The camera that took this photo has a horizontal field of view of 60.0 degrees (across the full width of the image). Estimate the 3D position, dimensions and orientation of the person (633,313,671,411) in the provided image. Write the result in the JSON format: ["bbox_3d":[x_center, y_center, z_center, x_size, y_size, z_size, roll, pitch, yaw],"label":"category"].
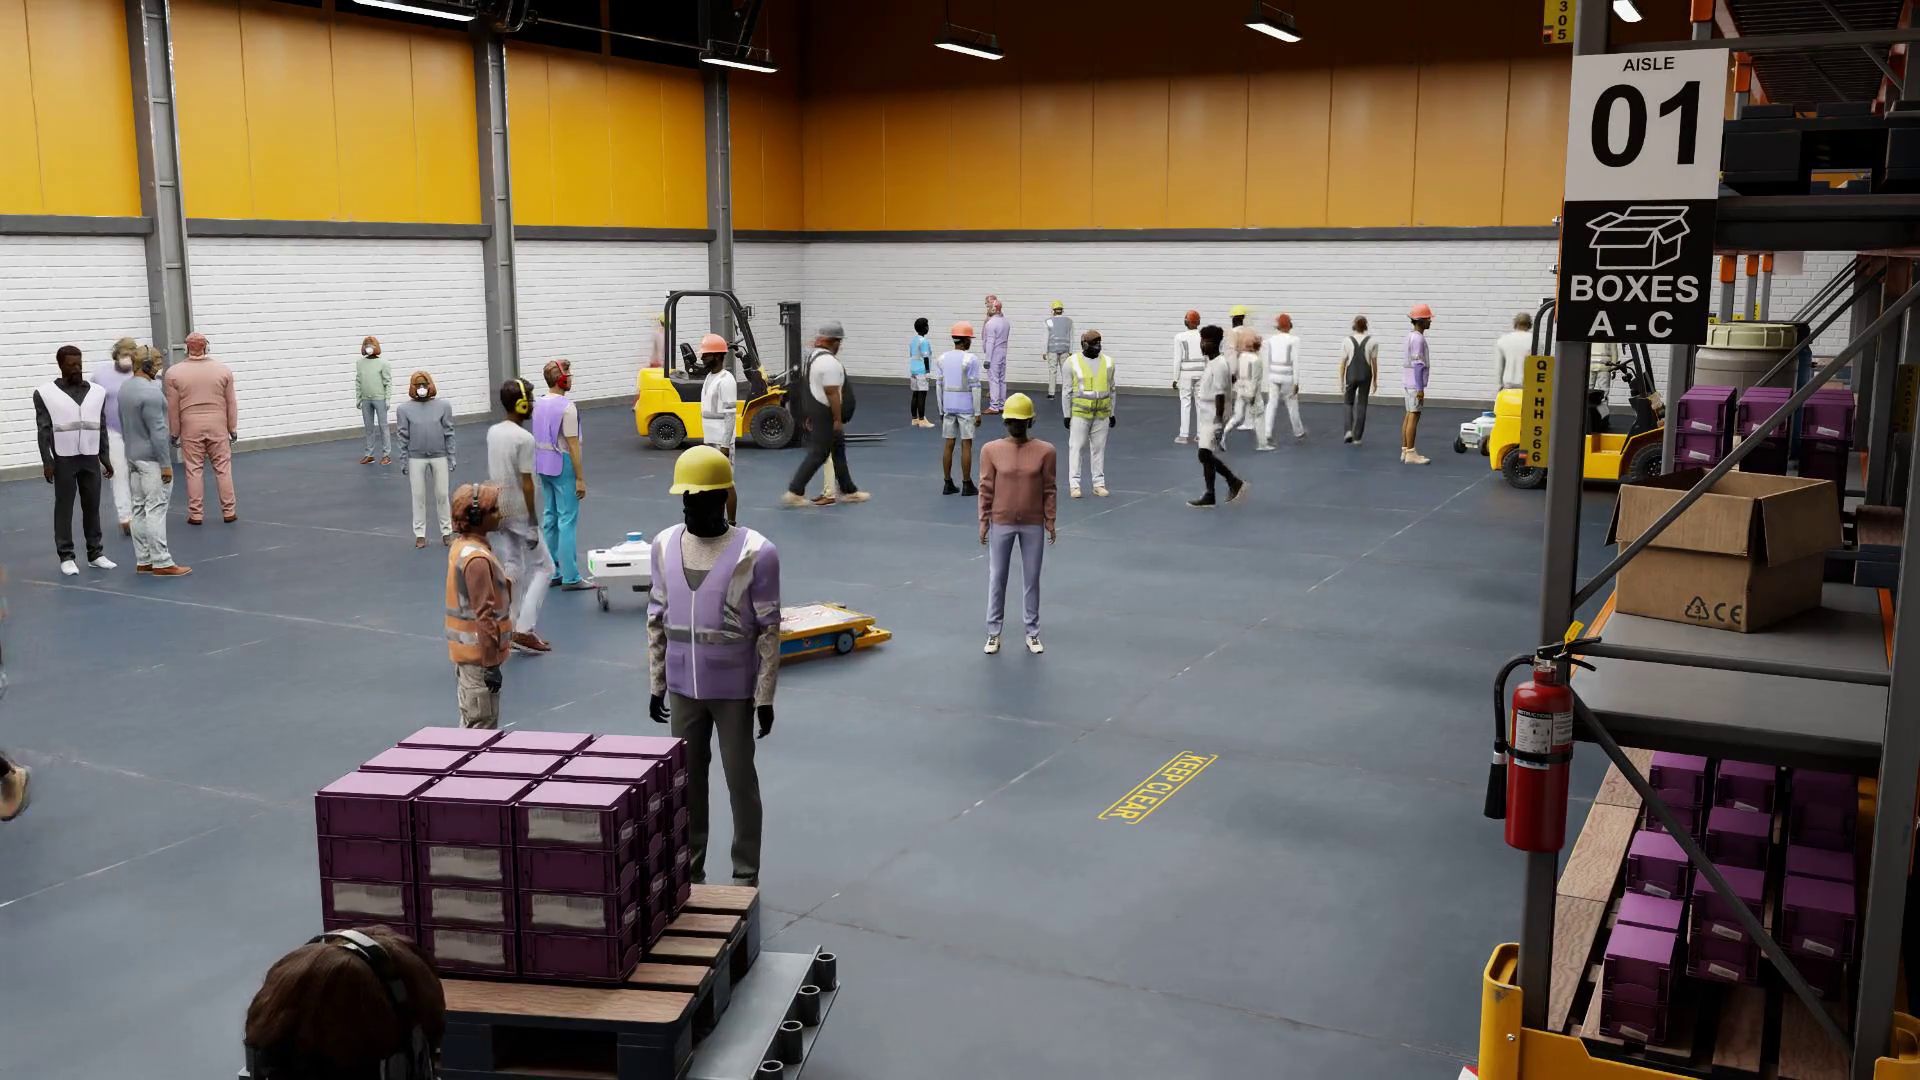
[{"bbox_3d":[-5.032,-2.938,27.758,0.937,1.695,0.555,1,10,7],"label":"person"}]

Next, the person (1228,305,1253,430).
[{"bbox_3d":[4.145,-2.622,25.340,0.876,1.888,0.604,10,14,44],"label":"person"}]

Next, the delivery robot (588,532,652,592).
[{"bbox_3d":[-2.473,0.185,12.683,0.707,0.478,0.477,-2,10,-9],"label":"delivery robot"}]

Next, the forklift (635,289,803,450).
[{"bbox_3d":[-3.358,-2.392,23.136,2.313,2.155,1.214,-1,10,-5],"label":"forklift"}]

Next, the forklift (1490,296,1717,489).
[{"bbox_3d":[7.296,-1.677,18.993,2.313,2.155,1.214,5,11,27],"label":"forklift"}]

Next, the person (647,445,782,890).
[{"bbox_3d":[-1.006,0.575,6.728,0.585,1.928,0.368,3,10,19],"label":"person"}]

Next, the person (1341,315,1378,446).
[{"bbox_3d":[5.574,-2.225,23.233,0.513,1.832,0.411,2,10,14],"label":"person"}]

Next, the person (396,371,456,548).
[{"bbox_3d":[-4.870,-0.737,15.203,0.502,1.626,0.283,-4,10,-21],"label":"person"}]

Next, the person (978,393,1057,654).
[{"bbox_3d":[0.388,-0.105,11.140,0.529,1.765,0.327,0,10,-2],"label":"person"}]

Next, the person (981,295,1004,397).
[{"bbox_3d":[0.600,-3.606,31.016,0.407,1.902,0.638,2,10,14],"label":"person"}]

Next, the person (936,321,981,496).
[{"bbox_3d":[0.009,-1.457,18.471,0.550,1.933,0.373,7,12,33],"label":"person"}]

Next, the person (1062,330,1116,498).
[{"bbox_3d":[1.432,-1.388,18.330,0.633,1.846,0.429,-3,10,-17],"label":"person"}]

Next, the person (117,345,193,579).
[{"bbox_3d":[-6.705,-0.644,13.774,0.627,1.934,0.372,8,13,40],"label":"person"}]

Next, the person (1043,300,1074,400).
[{"bbox_3d":[1.792,-3.475,30.463,0.588,1.829,0.404,-2,10,-13],"label":"person"}]

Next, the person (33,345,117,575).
[{"bbox_3d":[-7.460,-0.683,14.035,0.392,1.922,0.593,7,12,34],"label":"person"}]

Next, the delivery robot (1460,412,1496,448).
[{"bbox_3d":[7.035,-1.470,22.266,0.707,0.478,0.477,-7,12,-36],"label":"delivery robot"}]

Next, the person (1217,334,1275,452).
[{"bbox_3d":[3.860,-1.983,22.479,0.821,1.603,0.506,-4,11,-23],"label":"person"}]

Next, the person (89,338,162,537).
[{"bbox_3d":[-7.951,-0.984,15.880,0.651,1.881,0.962,-4,11,-24],"label":"person"}]

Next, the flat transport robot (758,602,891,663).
[{"bbox_3d":[-1.219,0.637,11.158,1.431,0.197,0.652,-8,13,-40],"label":"flat transport robot"}]

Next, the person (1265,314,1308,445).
[{"bbox_3d":[4.569,-2.260,23.442,0.583,1.826,0.998,8,13,40],"label":"person"}]

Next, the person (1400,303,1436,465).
[{"bbox_3d":[5.840,-1.988,21.223,0.369,2.048,0.608,1,10,6],"label":"person"}]

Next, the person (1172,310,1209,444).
[{"bbox_3d":[3.276,-2.301,23.504,0.575,1.884,0.355,-3,10,-17],"label":"person"}]

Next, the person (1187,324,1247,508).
[{"bbox_3d":[2.689,-1.283,17.418,0.502,1.945,0.626,0,10,0],"label":"person"}]

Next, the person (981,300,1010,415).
[{"bbox_3d":[0.573,-3.049,27.759,0.407,1.913,0.641,5,11,27],"label":"person"}]

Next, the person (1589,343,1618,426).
[{"bbox_3d":[9.892,-2.666,25.799,0.586,1.822,0.403,5,11,29],"label":"person"}]

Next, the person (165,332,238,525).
[{"bbox_3d":[-7.501,-1.101,16.492,0.640,1.909,0.409,-5,11,-28],"label":"person"}]

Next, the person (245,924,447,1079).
[{"bbox_3d":[-0.760,1.396,2.233,0.626,1.840,0.430,4,10,20],"label":"person"}]

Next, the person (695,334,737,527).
[{"bbox_3d":[-2.275,-0.949,15.521,0.361,1.938,0.545,-6,11,-30],"label":"person"}]

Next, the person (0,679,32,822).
[{"bbox_3d":[-4.528,0.576,7.436,0.550,1.678,0.481,1,10,6],"label":"person"}]

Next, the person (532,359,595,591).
[{"bbox_3d":[-3.193,-0.513,13.253,0.565,1.850,0.389,9,13,43],"label":"person"}]

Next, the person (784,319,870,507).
[{"bbox_3d":[-1.442,-1.377,17.702,0.975,2.000,0.692,-3,10,-17],"label":"person"}]

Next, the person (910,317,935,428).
[{"bbox_3d":[-0.596,-2.572,25.611,0.320,1.698,0.531,-5,11,-25],"label":"person"}]

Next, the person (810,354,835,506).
[{"bbox_3d":[-1.469,-1.184,17.761,0.270,1.632,0.508,-1,10,-7],"label":"person"}]

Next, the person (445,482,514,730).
[{"bbox_3d":[-2.221,0.548,7.717,0.307,1.639,0.525,-4,11,-24],"label":"person"}]

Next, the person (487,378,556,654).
[{"bbox_3d":[-2.943,-0.153,11.142,0.543,1.860,0.401,8,13,39],"label":"person"}]

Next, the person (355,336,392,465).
[{"bbox_3d":[-7.466,-1.774,21.169,0.497,1.636,0.280,2,10,13],"label":"person"}]

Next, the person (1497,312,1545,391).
[{"bbox_3d":[7.471,-2.067,22.120,0.648,1.887,1.004,7,12,35],"label":"person"}]
